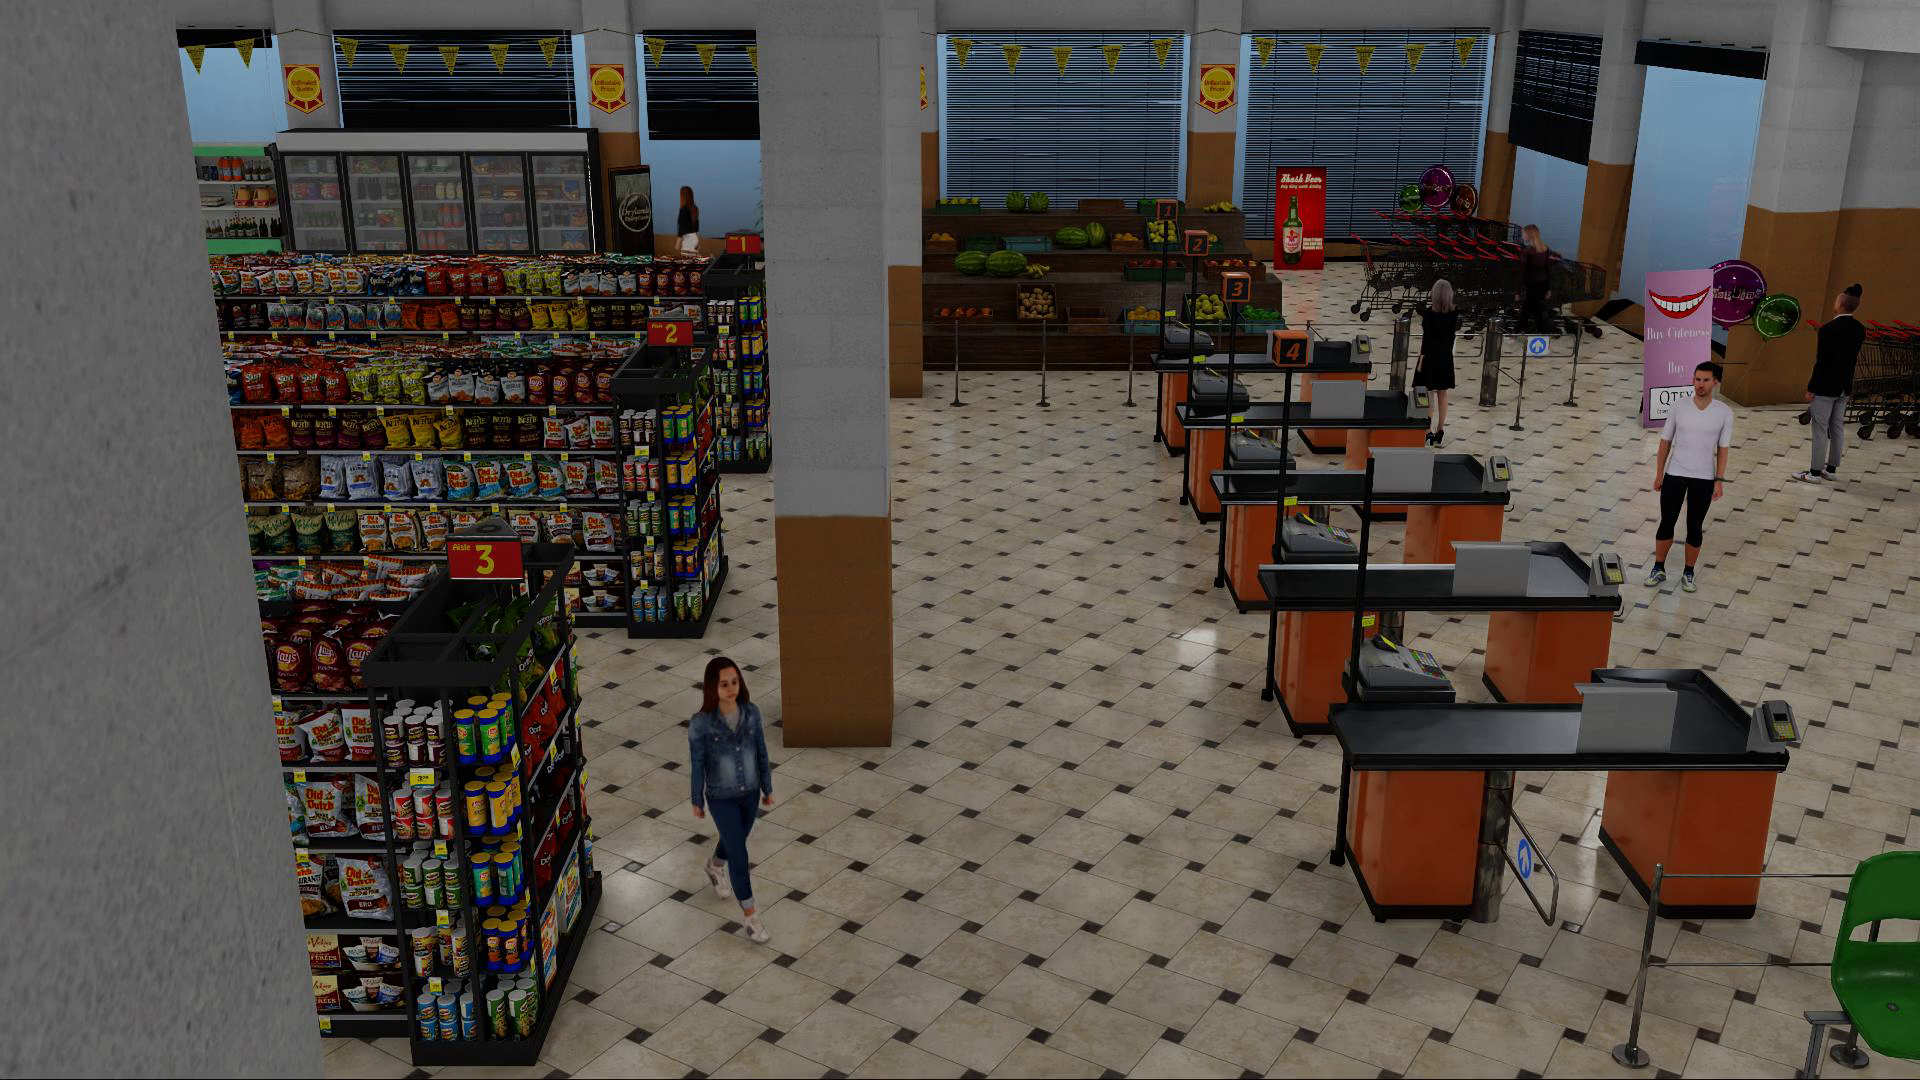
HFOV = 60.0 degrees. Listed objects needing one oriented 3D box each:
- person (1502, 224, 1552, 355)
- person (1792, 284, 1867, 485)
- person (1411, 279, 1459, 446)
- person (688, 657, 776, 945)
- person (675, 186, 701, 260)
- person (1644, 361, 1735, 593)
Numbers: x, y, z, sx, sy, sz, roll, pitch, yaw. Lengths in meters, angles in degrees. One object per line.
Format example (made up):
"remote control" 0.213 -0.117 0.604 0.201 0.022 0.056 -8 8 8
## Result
"person" 7.556 -3.224 21.619 1.069 1.653 1.049 -10 21 -27
"person" 8.454 -1.518 16.096 0.690 1.950 0.853 -8 20 -22
"person" 4.992 -1.872 17.463 0.624 1.746 0.739 -8 20 -21
"person" -1.197 1.281 8.565 0.990 1.457 0.975 -13 23 -34
"person" -4.082 -4.555 25.530 1.160 1.676 0.779 4 19 13
"person" 5.835 -0.522 13.295 0.681 1.851 0.816 10 21 26
